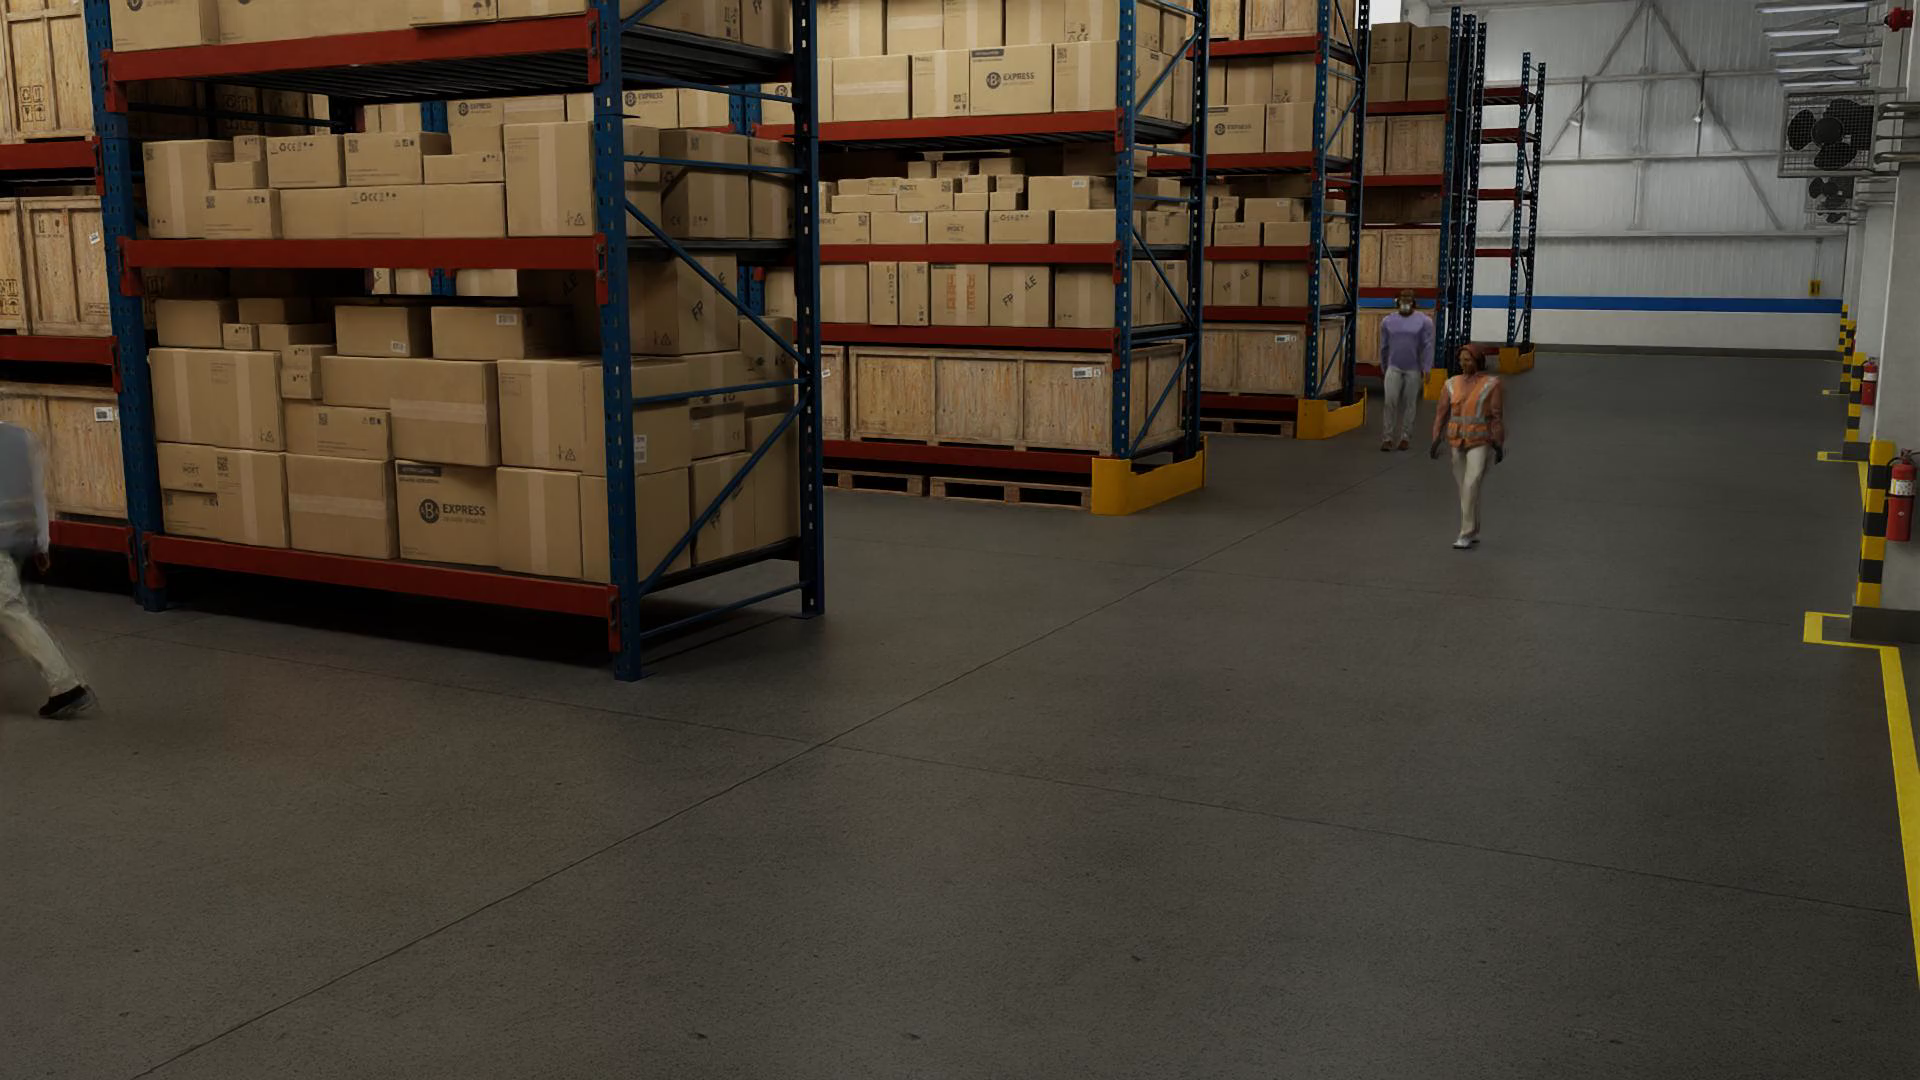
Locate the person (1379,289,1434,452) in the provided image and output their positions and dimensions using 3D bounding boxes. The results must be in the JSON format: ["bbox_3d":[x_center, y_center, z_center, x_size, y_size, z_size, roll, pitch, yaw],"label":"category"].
[{"bbox_3d":[5.199,-1.970,19.473,0.645,1.904,0.886,4,10,21],"label":"person"}]

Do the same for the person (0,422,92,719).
[{"bbox_3d":[-4.816,0.023,8.303,0.941,1.789,0.605,2,10,11],"label":"person"}]

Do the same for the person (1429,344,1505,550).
[{"bbox_3d":[3.952,-0.728,13.102,0.711,1.609,0.551,-9,13,-43],"label":"person"}]

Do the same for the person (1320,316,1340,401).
[{"bbox_3d":[5.678,-3.138,26.216,0.873,1.905,0.580,5,11,25],"label":"person"}]
